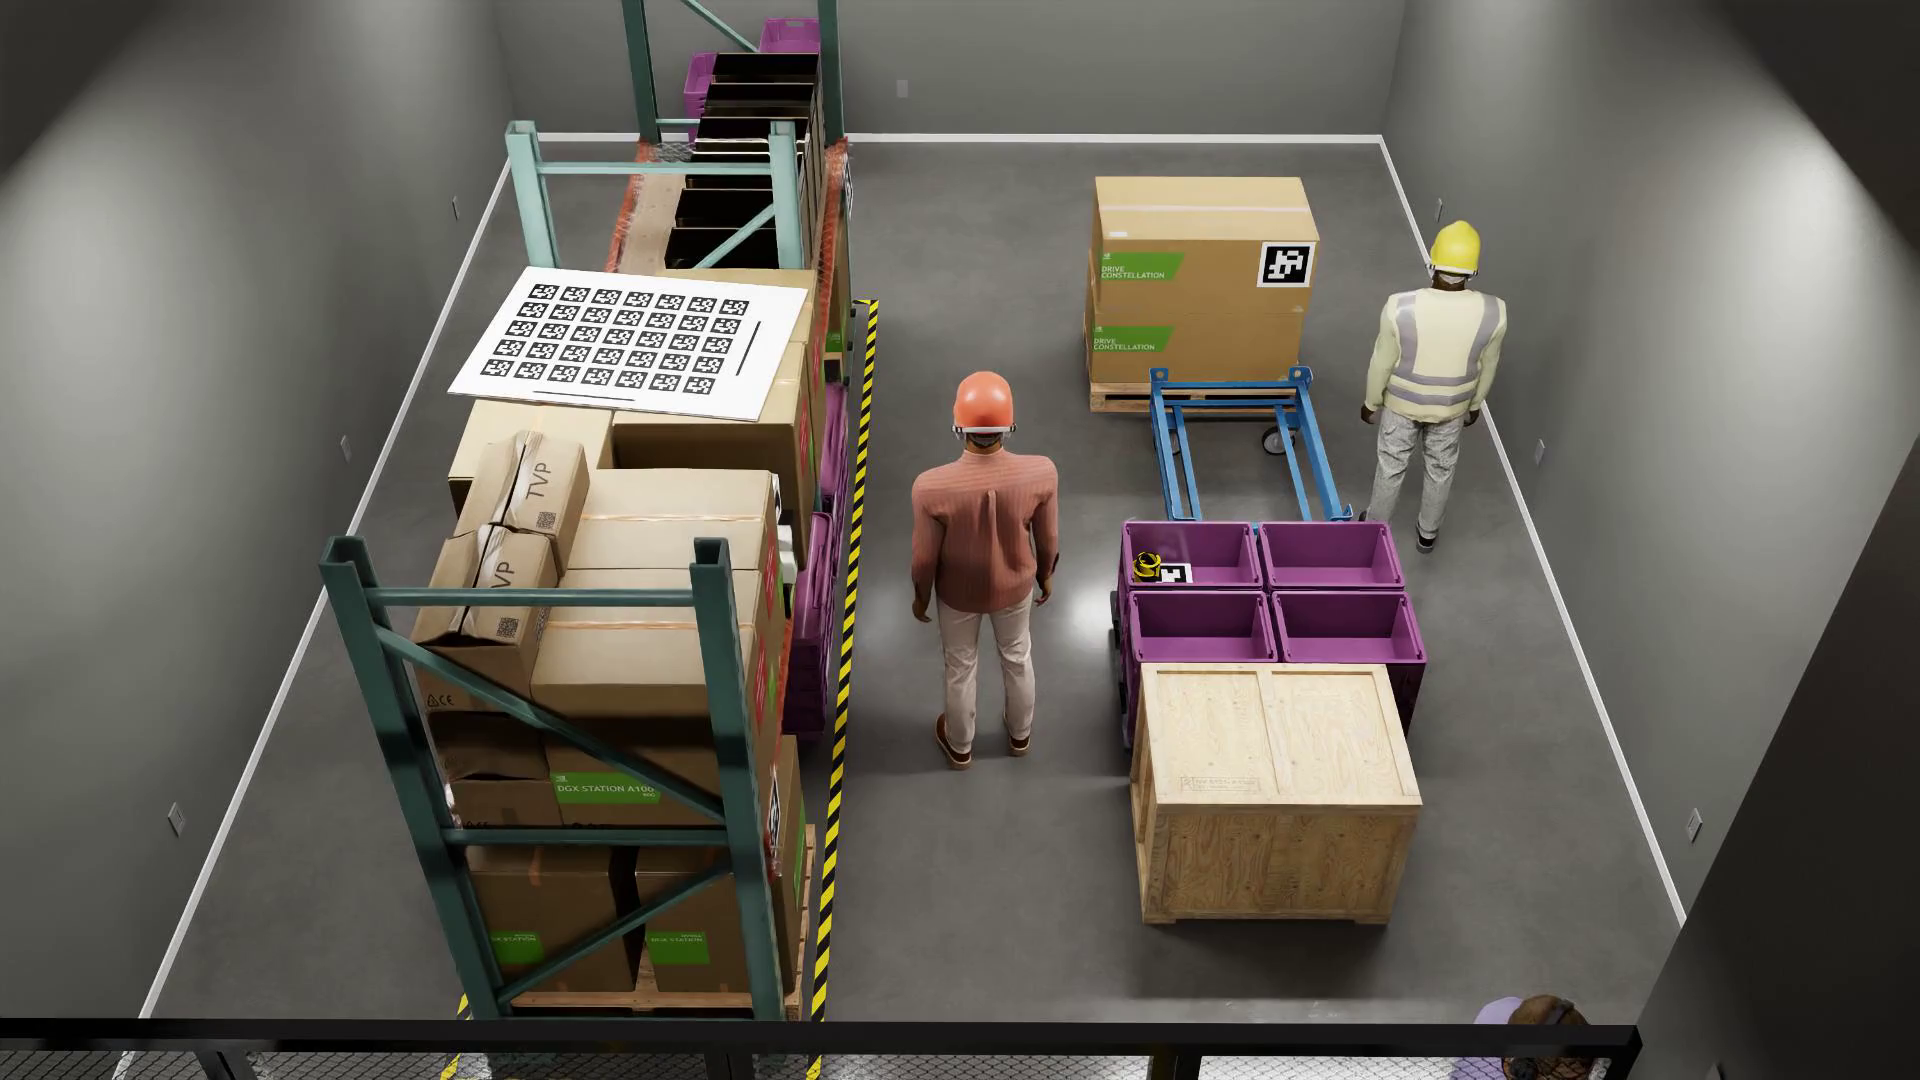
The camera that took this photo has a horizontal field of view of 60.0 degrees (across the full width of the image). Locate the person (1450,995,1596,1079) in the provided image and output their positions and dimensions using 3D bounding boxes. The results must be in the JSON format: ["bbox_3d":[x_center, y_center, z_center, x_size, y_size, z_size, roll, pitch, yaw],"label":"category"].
[{"bbox_3d":[1.527,1.940,4.903,0.372,1.938,0.631,11,42,12],"label":"person"}]

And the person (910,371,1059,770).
[{"bbox_3d":[0.094,0.155,6.895,0.623,1.992,0.396,-9,42,-11],"label":"person"}]

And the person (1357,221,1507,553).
[{"bbox_3d":[2.234,-0.700,7.990,0.589,1.835,0.404,4,41,4],"label":"person"}]
